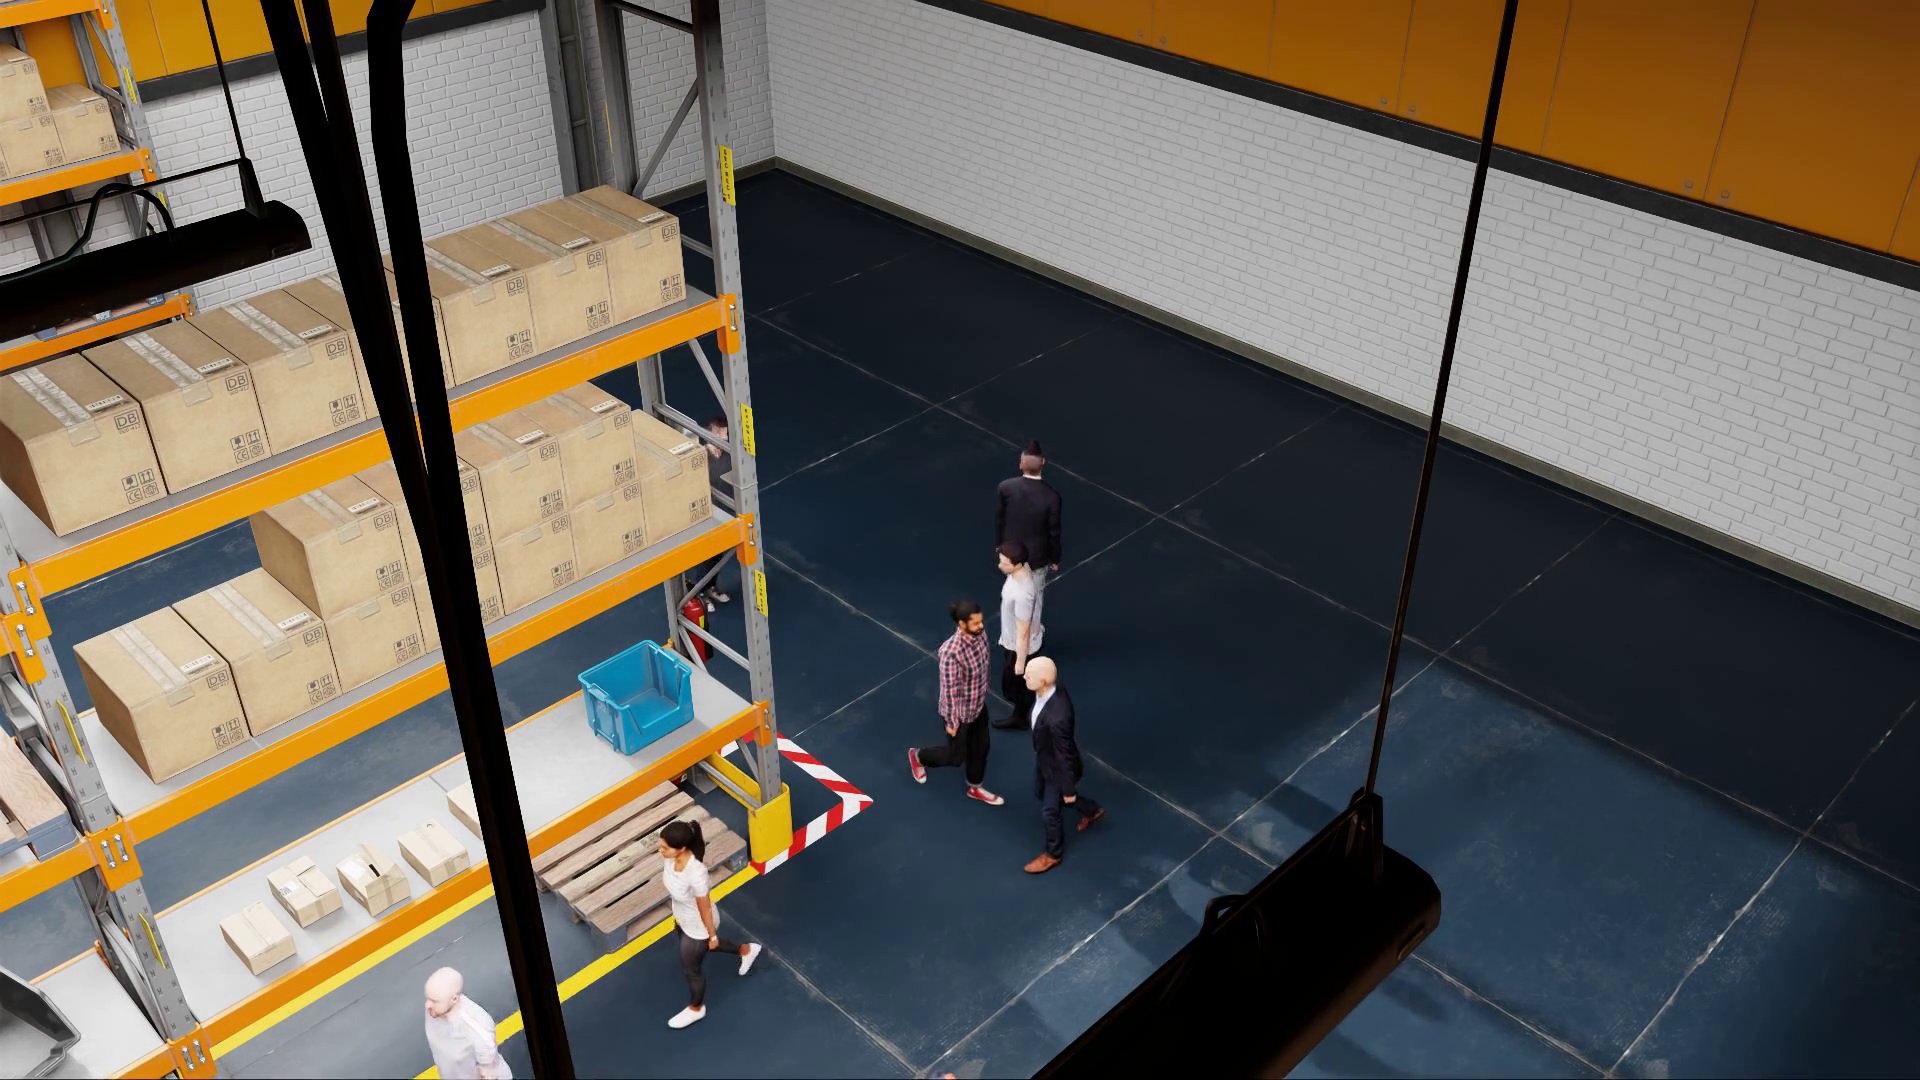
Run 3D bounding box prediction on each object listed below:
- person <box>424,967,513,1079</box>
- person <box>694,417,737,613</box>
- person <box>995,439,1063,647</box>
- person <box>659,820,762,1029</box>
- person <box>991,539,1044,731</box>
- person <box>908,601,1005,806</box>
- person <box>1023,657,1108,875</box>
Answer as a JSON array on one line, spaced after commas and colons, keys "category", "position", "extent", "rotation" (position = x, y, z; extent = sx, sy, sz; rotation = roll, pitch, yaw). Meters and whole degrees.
[{"category": "person", "position": [-2.563, 2.950, 9.148], "extent": [0.836, 1.793, 1.270], "rotation": [21, 39, 28]}, {"category": "person", "position": [-2.109, -0.214, 13.968], "extent": [0.499, 1.729, 0.777], "rotation": [-21, 39, -28]}, {"category": "person", "position": [0.499, 0.113, 13.279], "extent": [0.920, 1.946, 1.005], "rotation": [10, 35, 15]}, {"category": "person", "position": [-1.558, 2.309, 10.274], "extent": [0.985, 1.616, 0.679], "rotation": [-22, 39, -29]}, {"category": "person", "position": [0.539, 0.779, 12.368], "extent": [1.031, 1.846, 0.970], "rotation": [1, 34, 1]}, {"category": "person", "position": [-0.033, 1.155, 11.895], "extent": [0.900, 1.742, 0.985], "rotation": [19, 38, 27]}, {"category": "person", "position": [0.715, 1.512, 11.330], "extent": [1.064, 1.774, 0.969], "rotation": [-8, 35, -12]}]
